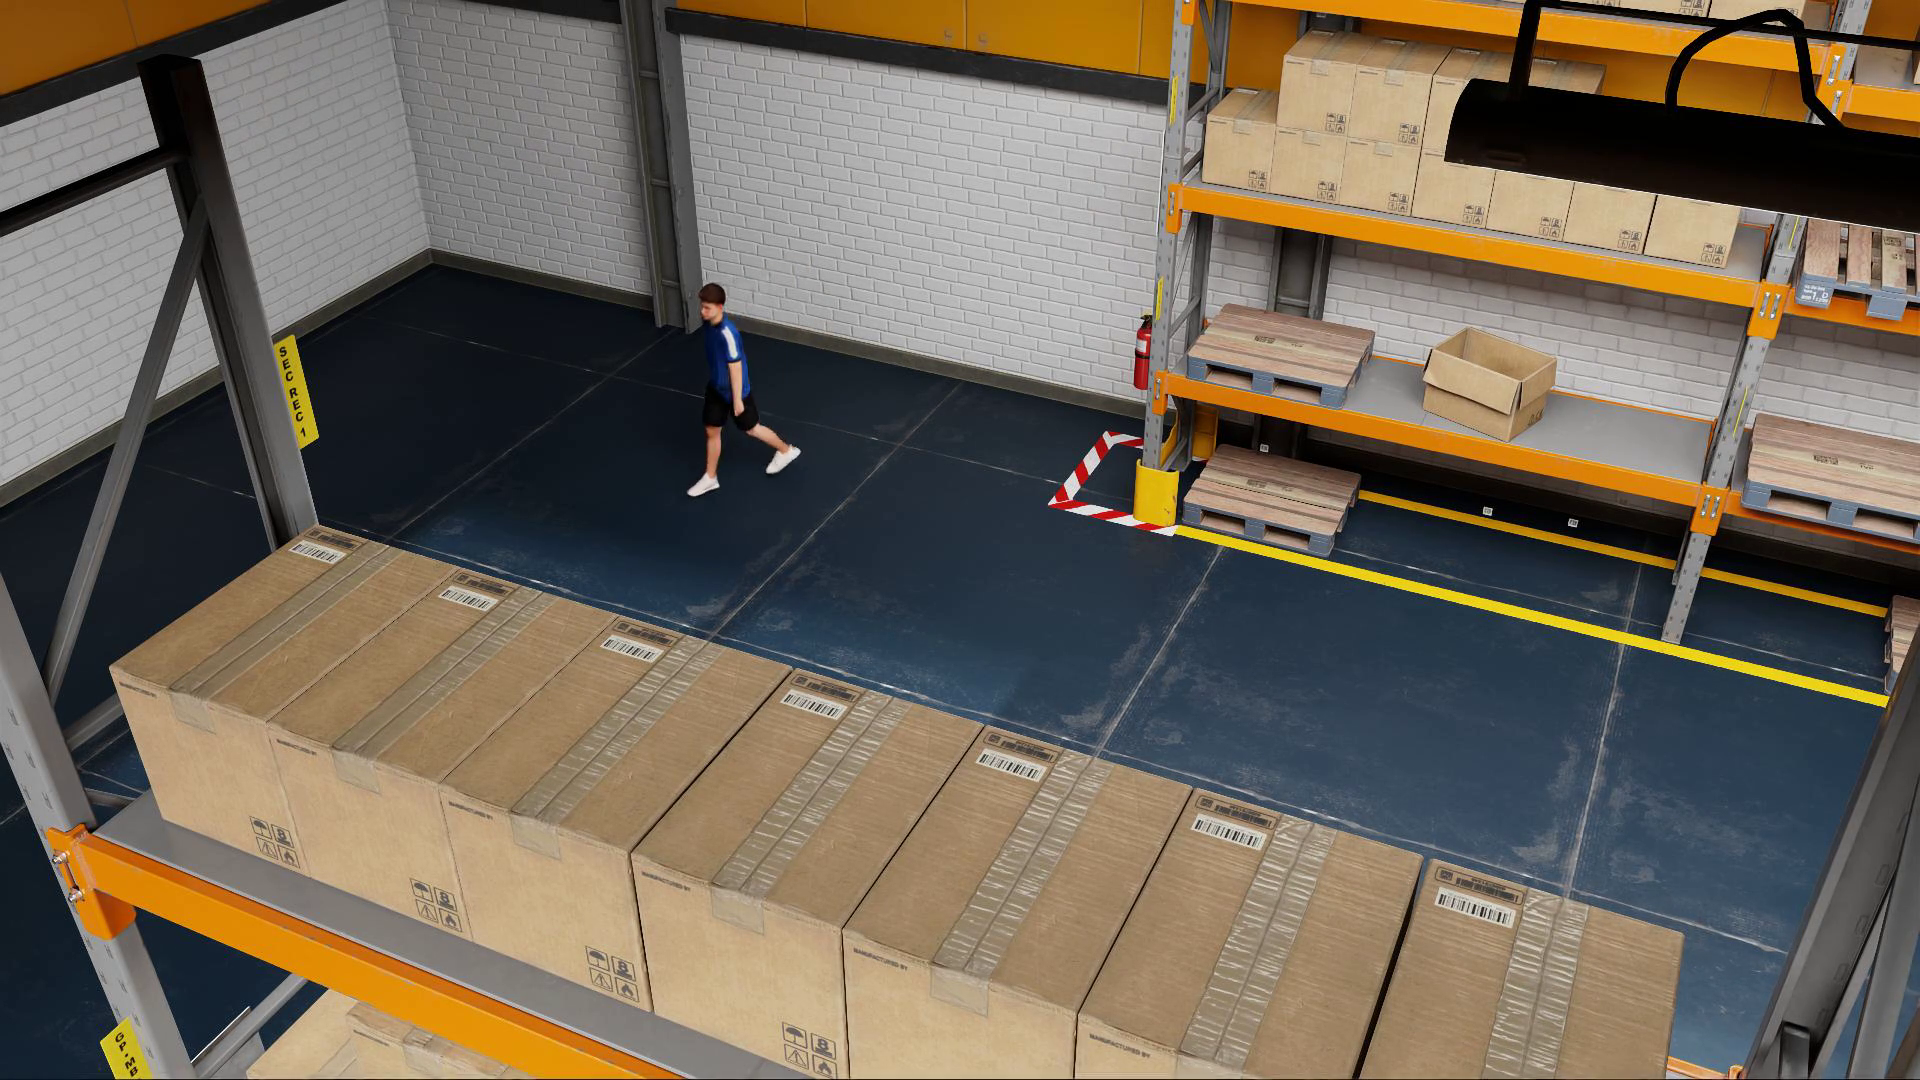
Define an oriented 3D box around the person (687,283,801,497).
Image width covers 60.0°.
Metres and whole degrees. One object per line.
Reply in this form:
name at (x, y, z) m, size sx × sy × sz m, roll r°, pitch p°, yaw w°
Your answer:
person at (-1.750, -1.241, 13.316) m, size 1.138 × 1.827 × 1.288 m, roll -22°, pitch 39°, yaw -29°
